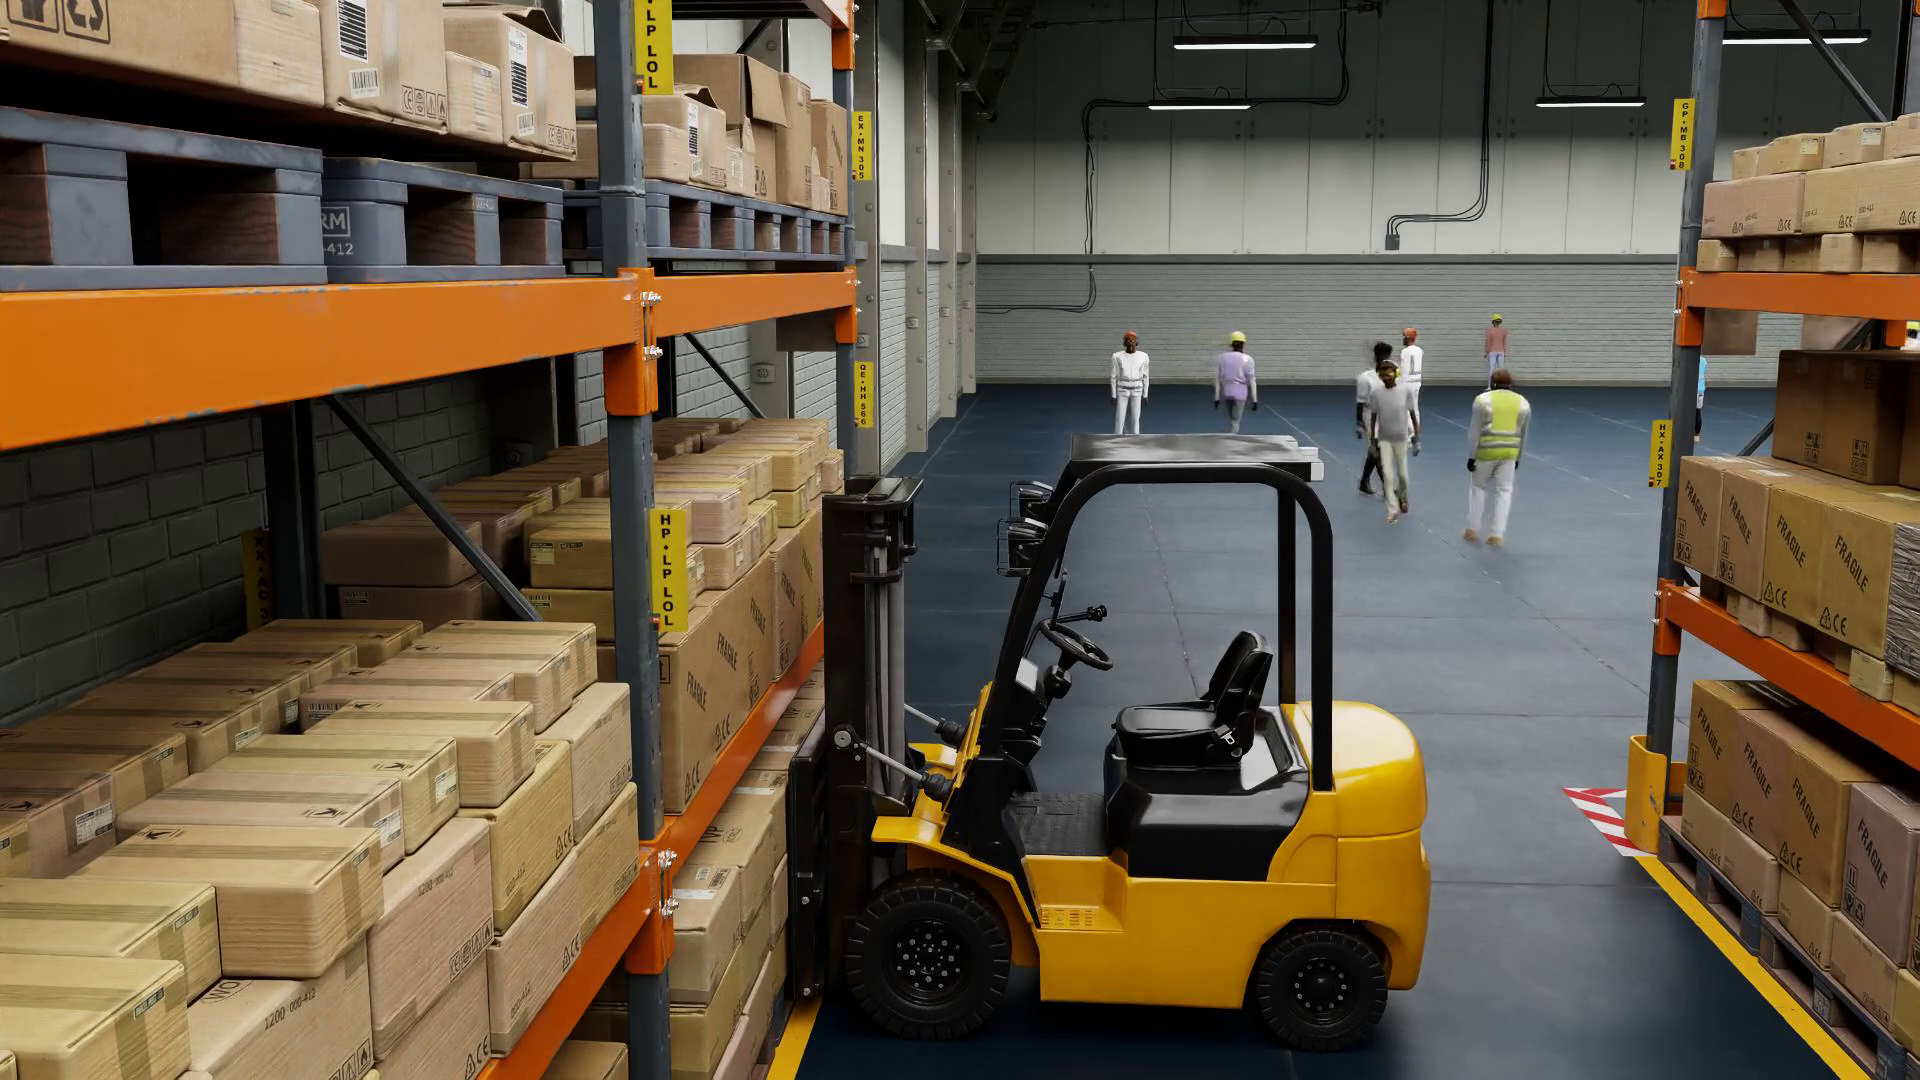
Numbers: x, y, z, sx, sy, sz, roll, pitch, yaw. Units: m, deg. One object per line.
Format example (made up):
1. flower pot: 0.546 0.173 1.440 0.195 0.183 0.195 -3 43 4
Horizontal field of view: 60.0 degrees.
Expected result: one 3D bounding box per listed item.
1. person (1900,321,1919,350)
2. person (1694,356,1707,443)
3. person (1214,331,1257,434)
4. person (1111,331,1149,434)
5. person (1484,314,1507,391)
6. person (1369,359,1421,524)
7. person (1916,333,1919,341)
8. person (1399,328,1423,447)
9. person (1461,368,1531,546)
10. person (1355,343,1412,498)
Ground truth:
1. person: 16.753 -2.924 29.378 0.578 1.908 0.587 -5 11 -28
2. person: 11.786 -2.388 26.742 0.540 1.699 0.315 -9 13 -43
3. person: 4.131 -2.123 24.551 0.620 1.883 0.843 8 12 39
4. person: 2.544 -2.180 24.929 0.575 1.882 0.360 0 9 -2
5. person: 12.240 -4.283 38.028 0.526 1.768 0.331 -2 10 -10
6. person: 4.878 -1.121 18.639 0.586 1.835 0.666 4 10 22
7. person: 18.069 -3.243 31.203 0.356 1.937 0.552 -3 10 -17
8. person: 7.098 -2.404 26.280 0.337 1.882 0.584 8 12 41
9. person: 5.516 -0.868 17.203 0.649 1.808 0.756 0 9 -1
10. person: 5.201 -1.445 20.350 0.633 1.910 0.992 -5 10 -26
